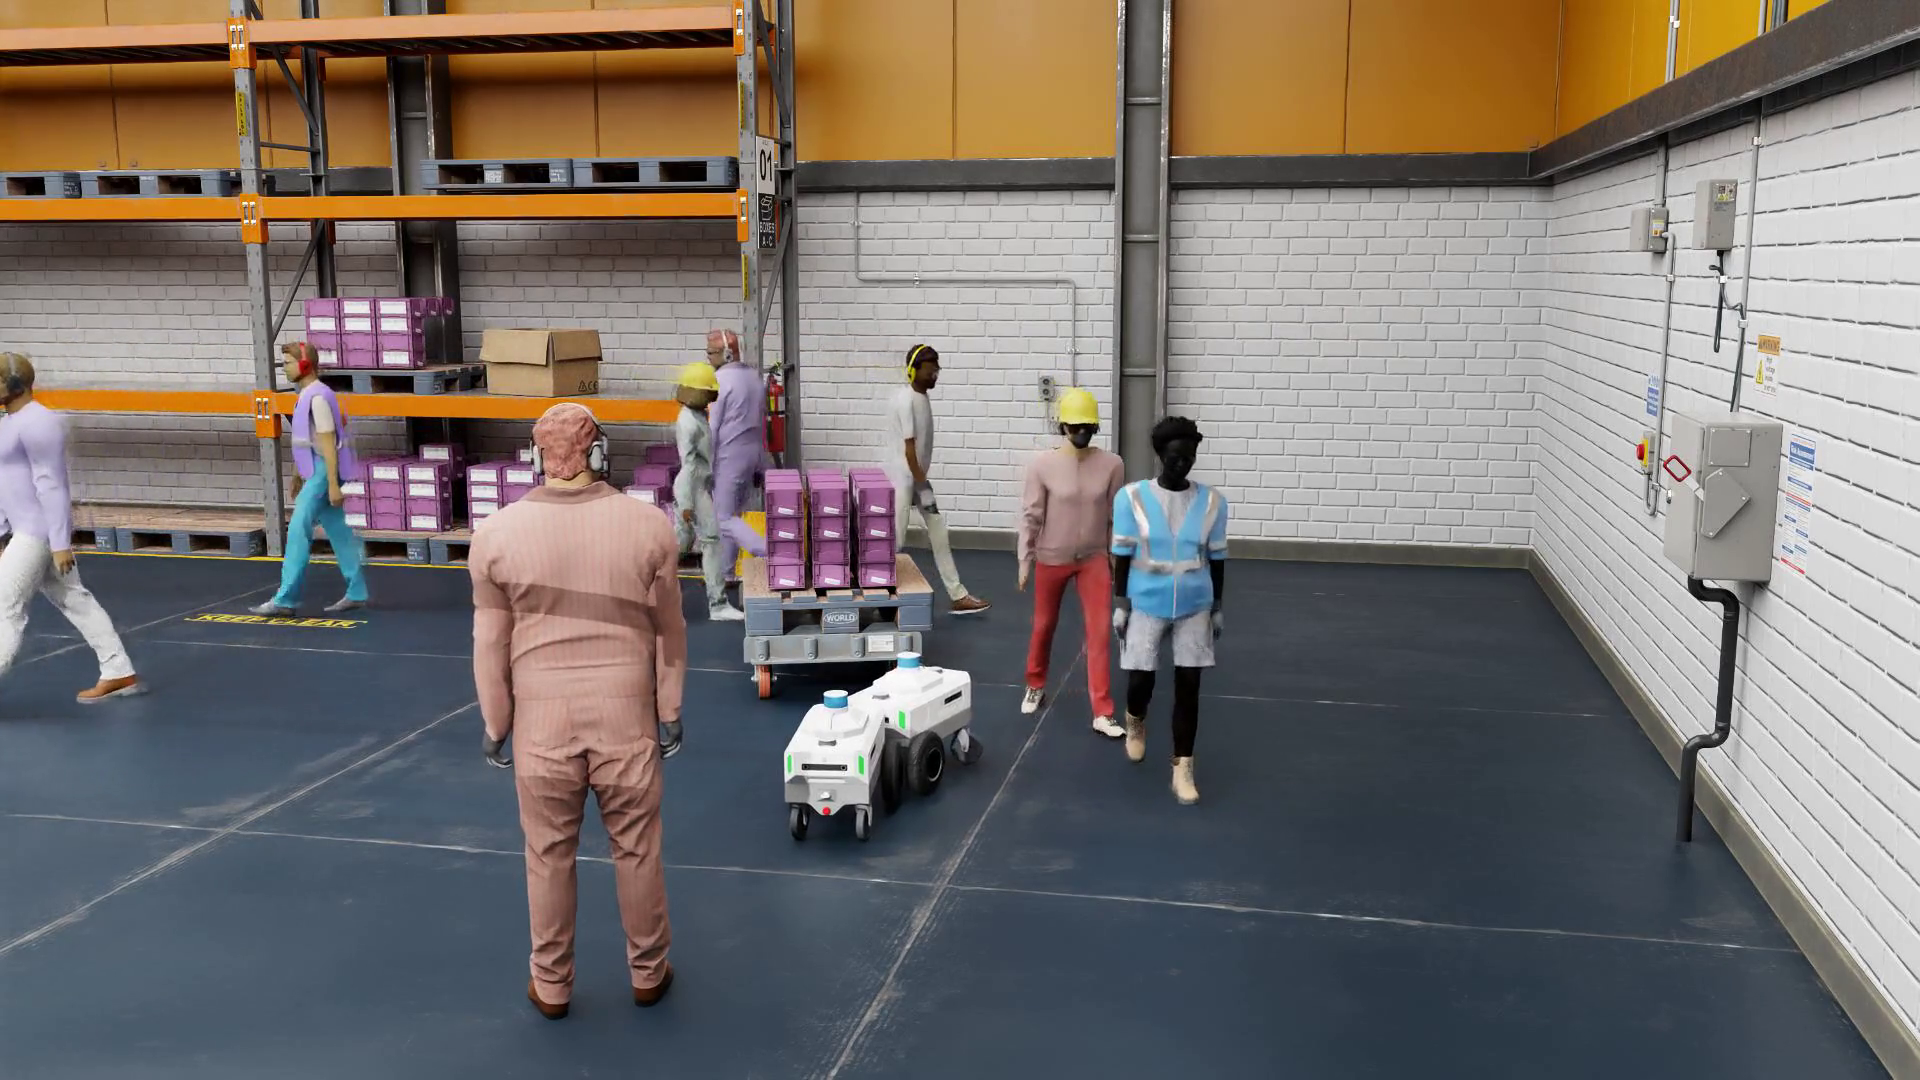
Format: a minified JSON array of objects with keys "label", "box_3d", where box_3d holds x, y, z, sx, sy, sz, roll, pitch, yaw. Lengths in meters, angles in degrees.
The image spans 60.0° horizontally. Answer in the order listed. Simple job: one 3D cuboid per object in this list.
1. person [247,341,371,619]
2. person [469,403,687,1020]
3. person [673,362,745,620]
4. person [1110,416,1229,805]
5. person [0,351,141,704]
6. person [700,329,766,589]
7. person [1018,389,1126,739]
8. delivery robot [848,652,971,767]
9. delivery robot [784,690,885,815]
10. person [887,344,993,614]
[{"label":"person","box_3d":[-4.326,-0.384,10.889,0.871,1.806,0.604,-4,10,-24]},{"label":"person","box_3d":[-1.164,0.529,5.147,0.636,1.903,0.405,-2,10,-15]},{"label":"person","box_3d":[-1.789,-0.299,10.702,0.786,1.705,0.496,-2,10,-9]},{"label":"person","box_3d":[0.905,0.281,7.273,0.533,1.678,0.521,-1,9,-5]},{"label":"person","box_3d":[-4.799,-0.028,8.548,1.041,1.884,0.655,-7,12,-36]},{"label":"person","box_3d":[-1.557,-0.533,11.597,0.786,1.877,0.662,4,10,21]},{"label":"person","box_3d":[0.544,0.090,8.354,0.554,1.722,0.831,-2,10,-13]},{"label":"delivery robot","box_3d":[-0.232,0.753,7.555,0.477,0.478,0.707,5,11,26]},{"label":"delivery robot","box_3d":[-0.511,0.865,6.879,0.477,0.478,0.707,1,9,4]},{"label":"person","box_3d":[-0.286,-0.371,10.858,0.892,1.811,0.546,3,10,17]}]
